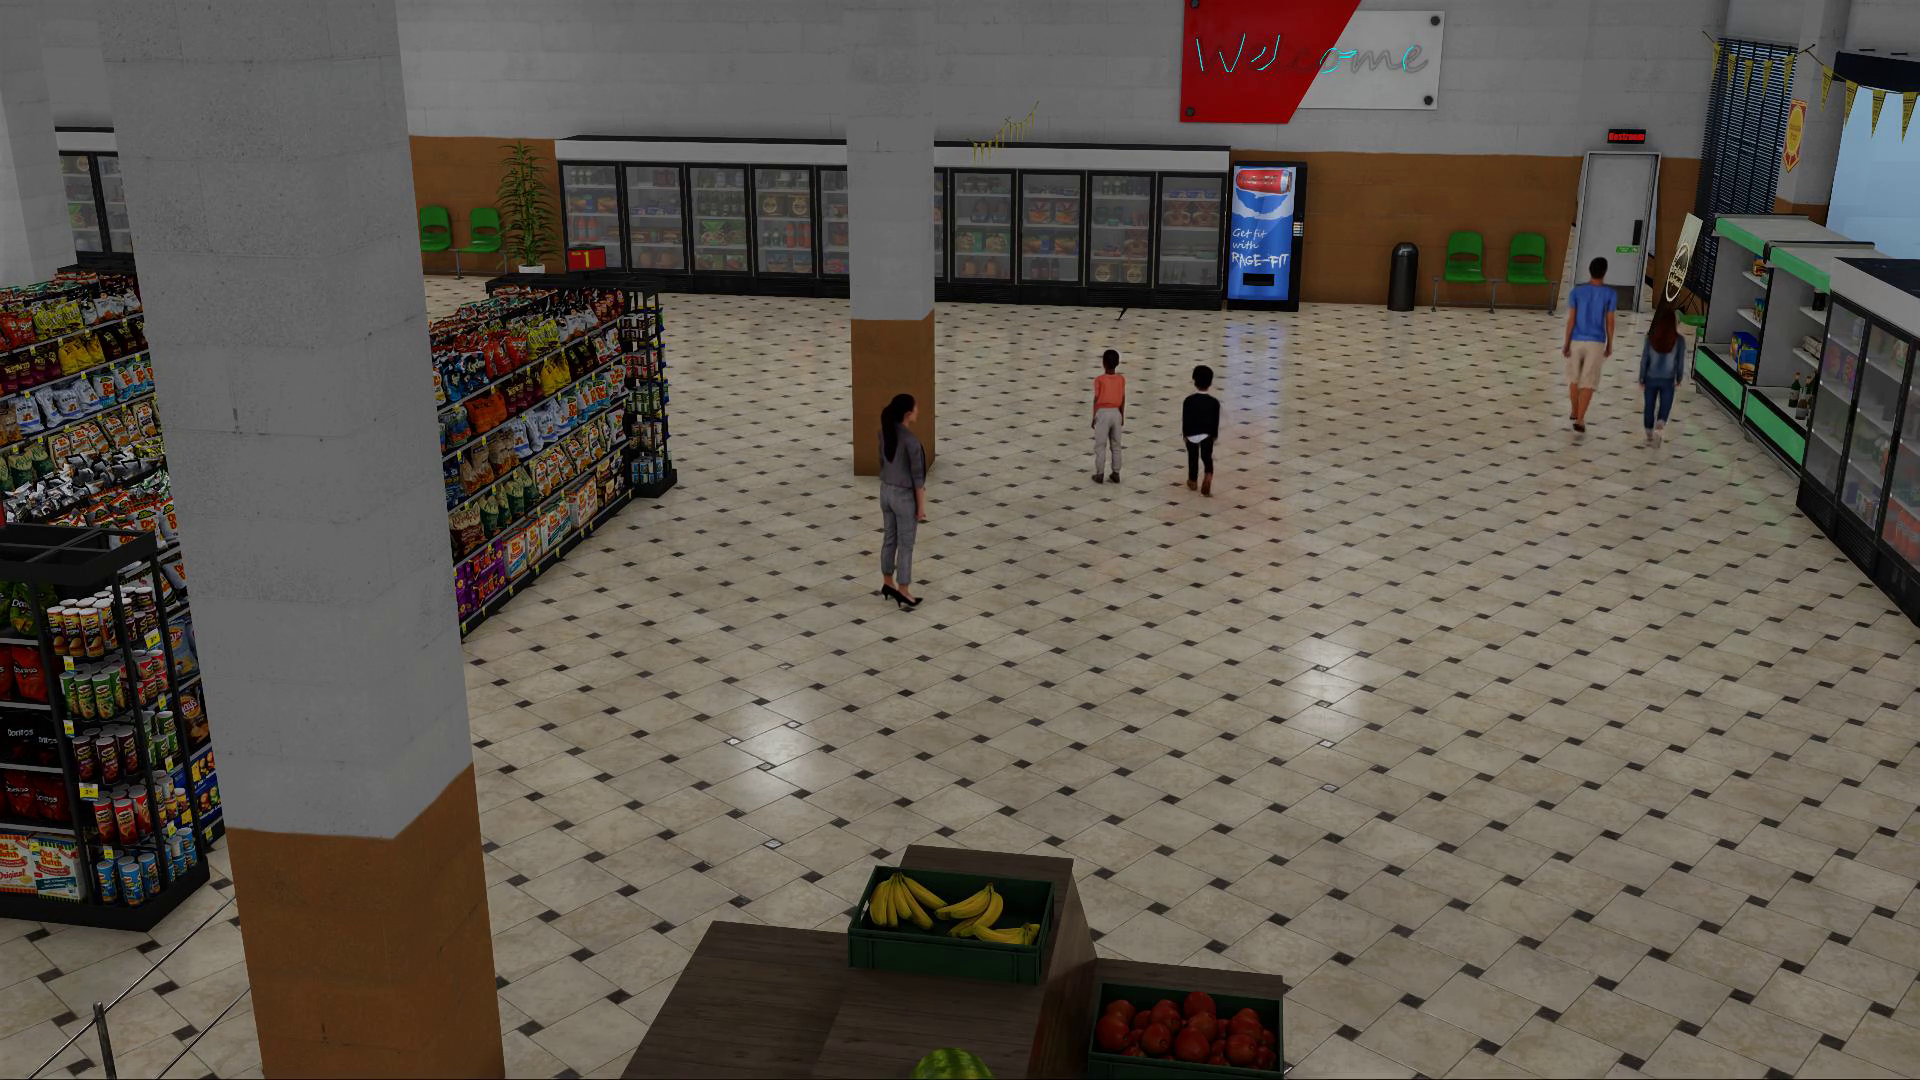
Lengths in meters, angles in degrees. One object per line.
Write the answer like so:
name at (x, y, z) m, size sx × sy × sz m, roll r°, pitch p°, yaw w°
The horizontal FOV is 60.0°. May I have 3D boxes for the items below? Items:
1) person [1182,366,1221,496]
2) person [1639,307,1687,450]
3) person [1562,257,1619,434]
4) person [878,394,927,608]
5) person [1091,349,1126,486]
person at (2.271, -1.012, 15.603) m, size 0.598 × 1.209 × 0.809 m, roll -1°, pitch 19°, yaw -3°
person at (7.184, -1.636, 17.054) m, size 0.689 × 1.464 × 0.902 m, roll 7°, pitch 20°, yaw 21°
person at (6.672, -2.047, 17.698) m, size 0.938 × 1.832 × 1.311 m, roll 11°, pitch 21°, yaw 29°
person at (-0.469, -0.302, 12.768) m, size 0.756 × 1.675 × 0.718 m, roll -16°, pitch 25°, yaw -40°
person at (1.425, -1.183, 15.955) m, size 0.543 × 1.310 × 0.573 m, roll -5°, pitch 19°, yaw -14°
